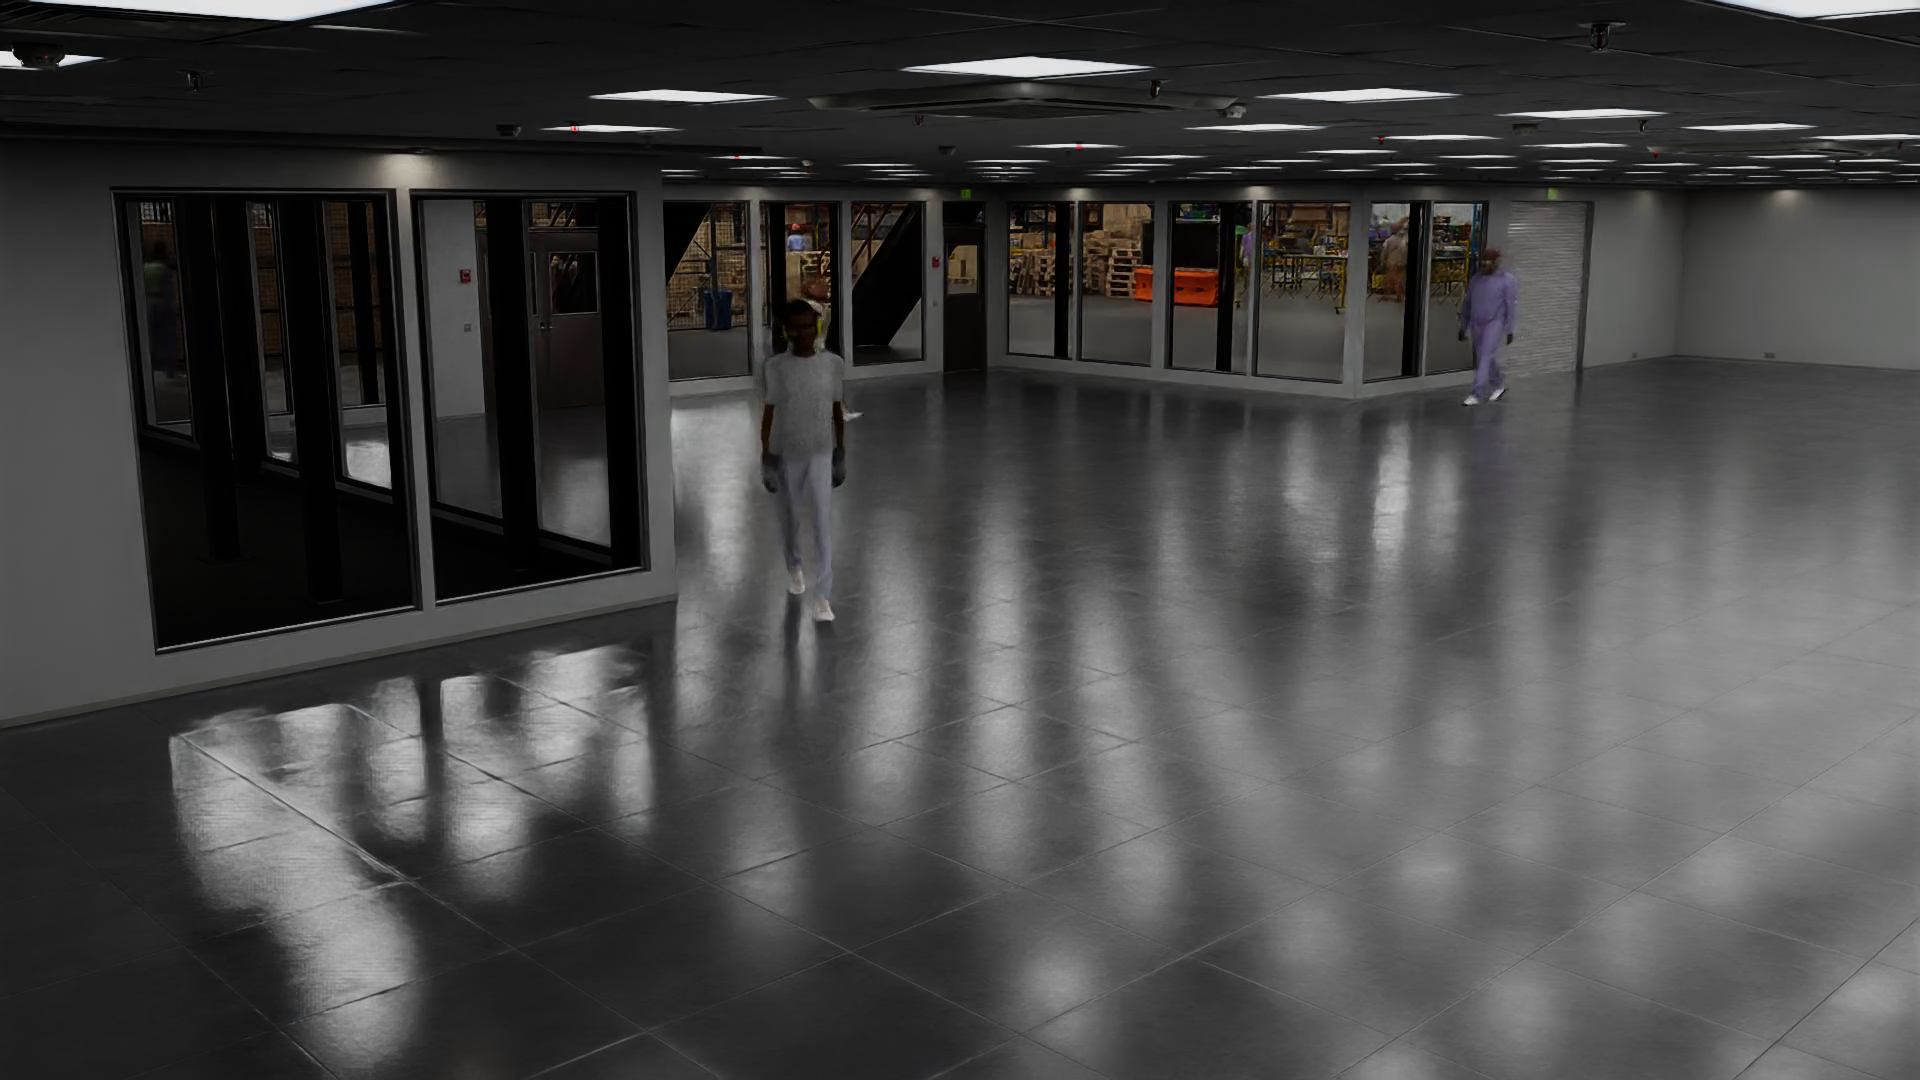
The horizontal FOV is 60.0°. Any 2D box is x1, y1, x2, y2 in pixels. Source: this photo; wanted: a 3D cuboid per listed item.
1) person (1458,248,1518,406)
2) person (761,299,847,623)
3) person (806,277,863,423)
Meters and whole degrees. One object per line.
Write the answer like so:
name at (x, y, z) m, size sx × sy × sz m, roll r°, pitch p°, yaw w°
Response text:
person at (6.320, -2.559, 19.902) m, size 0.979 × 1.865 × 0.657 m, roll -9°, pitch 14°, yaw -37°
person at (-0.914, -0.500, 9.720) m, size 0.514 × 1.825 × 0.984 m, roll -2°, pitch 11°, yaw -10°
person at (-1.464, -2.010, 17.826) m, size 0.836 × 1.594 × 0.507 m, roll 2°, pitch 11°, yaw 10°
